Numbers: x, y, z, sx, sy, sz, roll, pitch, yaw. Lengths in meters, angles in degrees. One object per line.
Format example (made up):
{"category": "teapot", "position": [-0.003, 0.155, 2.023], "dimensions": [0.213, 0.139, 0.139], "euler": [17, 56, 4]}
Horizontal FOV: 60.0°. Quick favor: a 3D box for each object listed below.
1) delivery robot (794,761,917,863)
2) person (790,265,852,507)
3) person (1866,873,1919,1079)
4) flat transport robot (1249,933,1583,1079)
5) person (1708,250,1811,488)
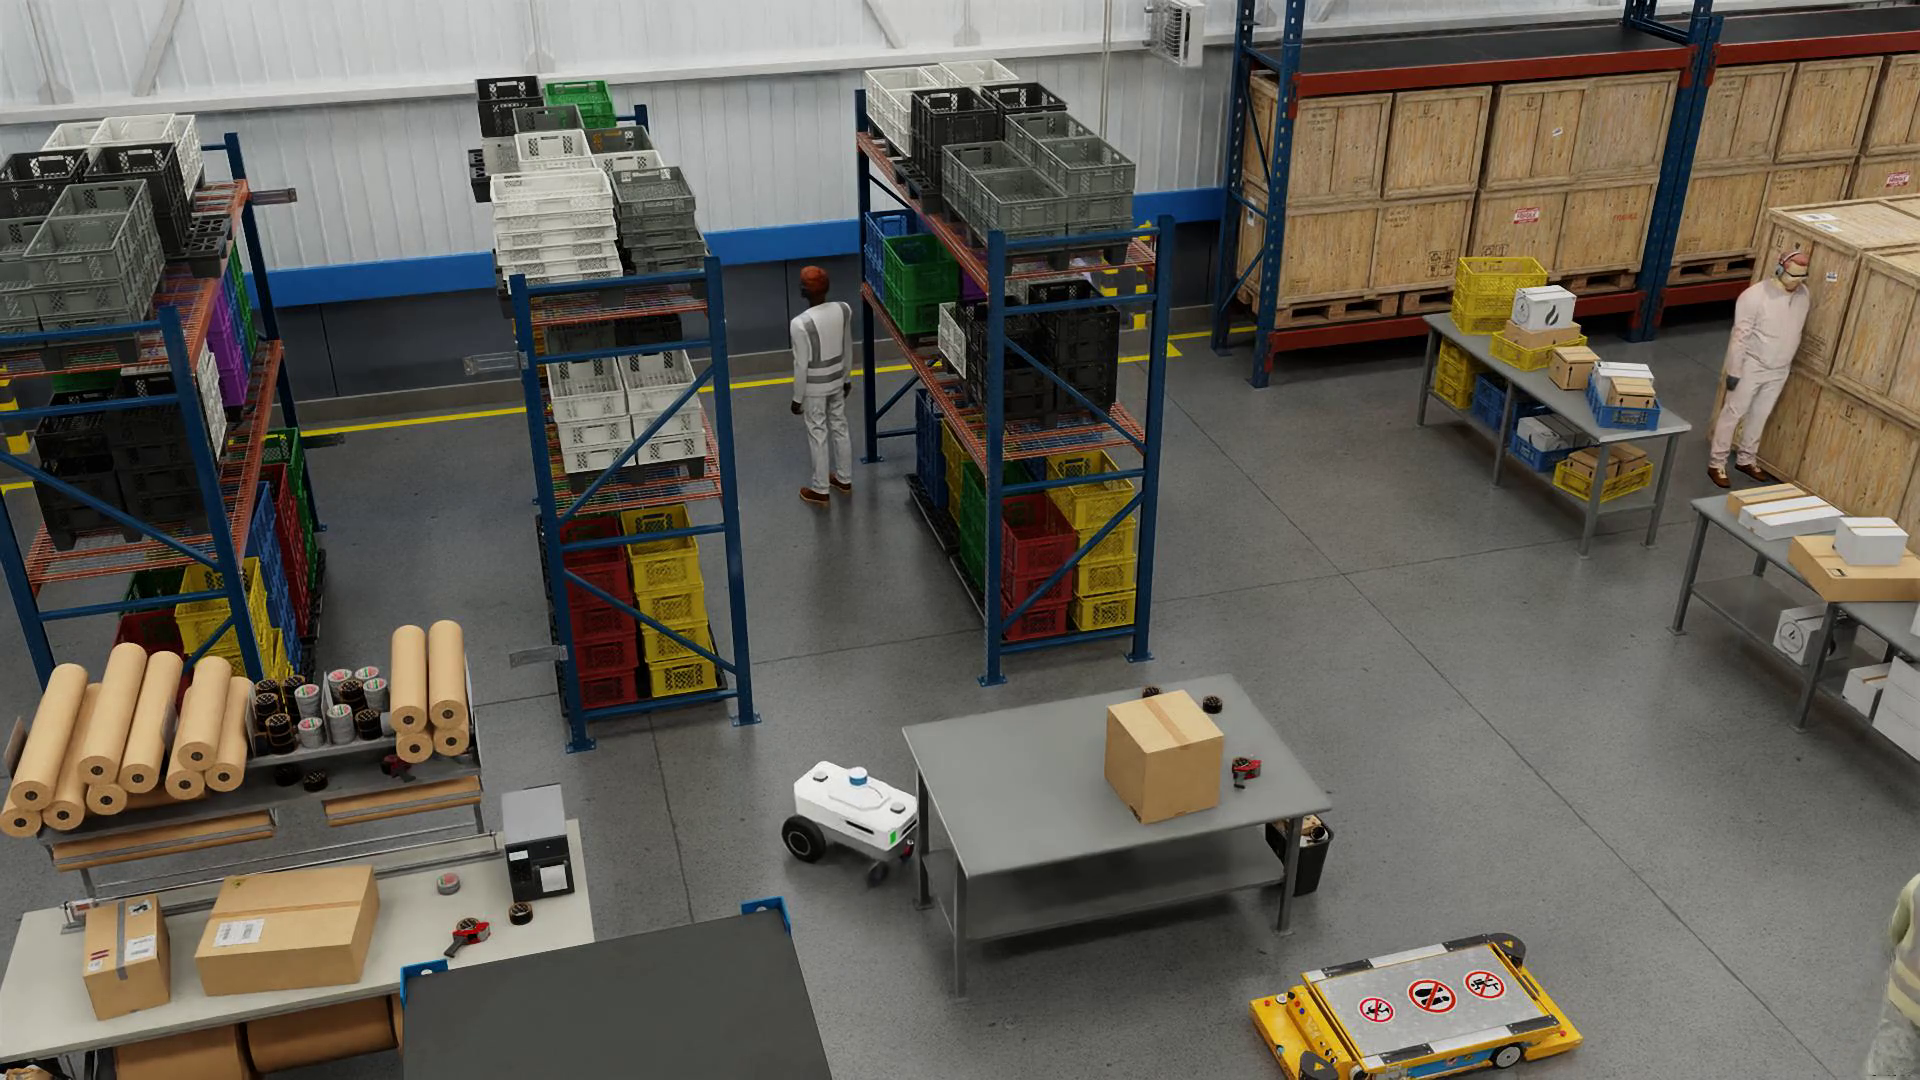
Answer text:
{"category": "delivery robot", "position": [-0.550, 1.464, 9.083], "dimensions": [0.707, 0.478, 0.477], "euler": [17, 33, 28]}
{"category": "person", "position": [-1.045, -1.166, 12.593], "dimensions": [0.337, 1.881, 0.584], "euler": [24, 37, 36]}
{"category": "person", "position": [4.214, 1.924, 7.068], "dimensions": [0.587, 1.776, 0.955], "euler": [25, 38, 38]}
{"category": "flat transport robot", "position": [2.184, 2.282, 7.980], "dimensions": [1.431, 0.197, 0.652], "euler": [-8, 30, -14]}
{"category": "person", "position": [6.225, -1.328, 12.870], "dimensions": [0.639, 1.903, 0.406], "euler": [-8, 30, -14]}
